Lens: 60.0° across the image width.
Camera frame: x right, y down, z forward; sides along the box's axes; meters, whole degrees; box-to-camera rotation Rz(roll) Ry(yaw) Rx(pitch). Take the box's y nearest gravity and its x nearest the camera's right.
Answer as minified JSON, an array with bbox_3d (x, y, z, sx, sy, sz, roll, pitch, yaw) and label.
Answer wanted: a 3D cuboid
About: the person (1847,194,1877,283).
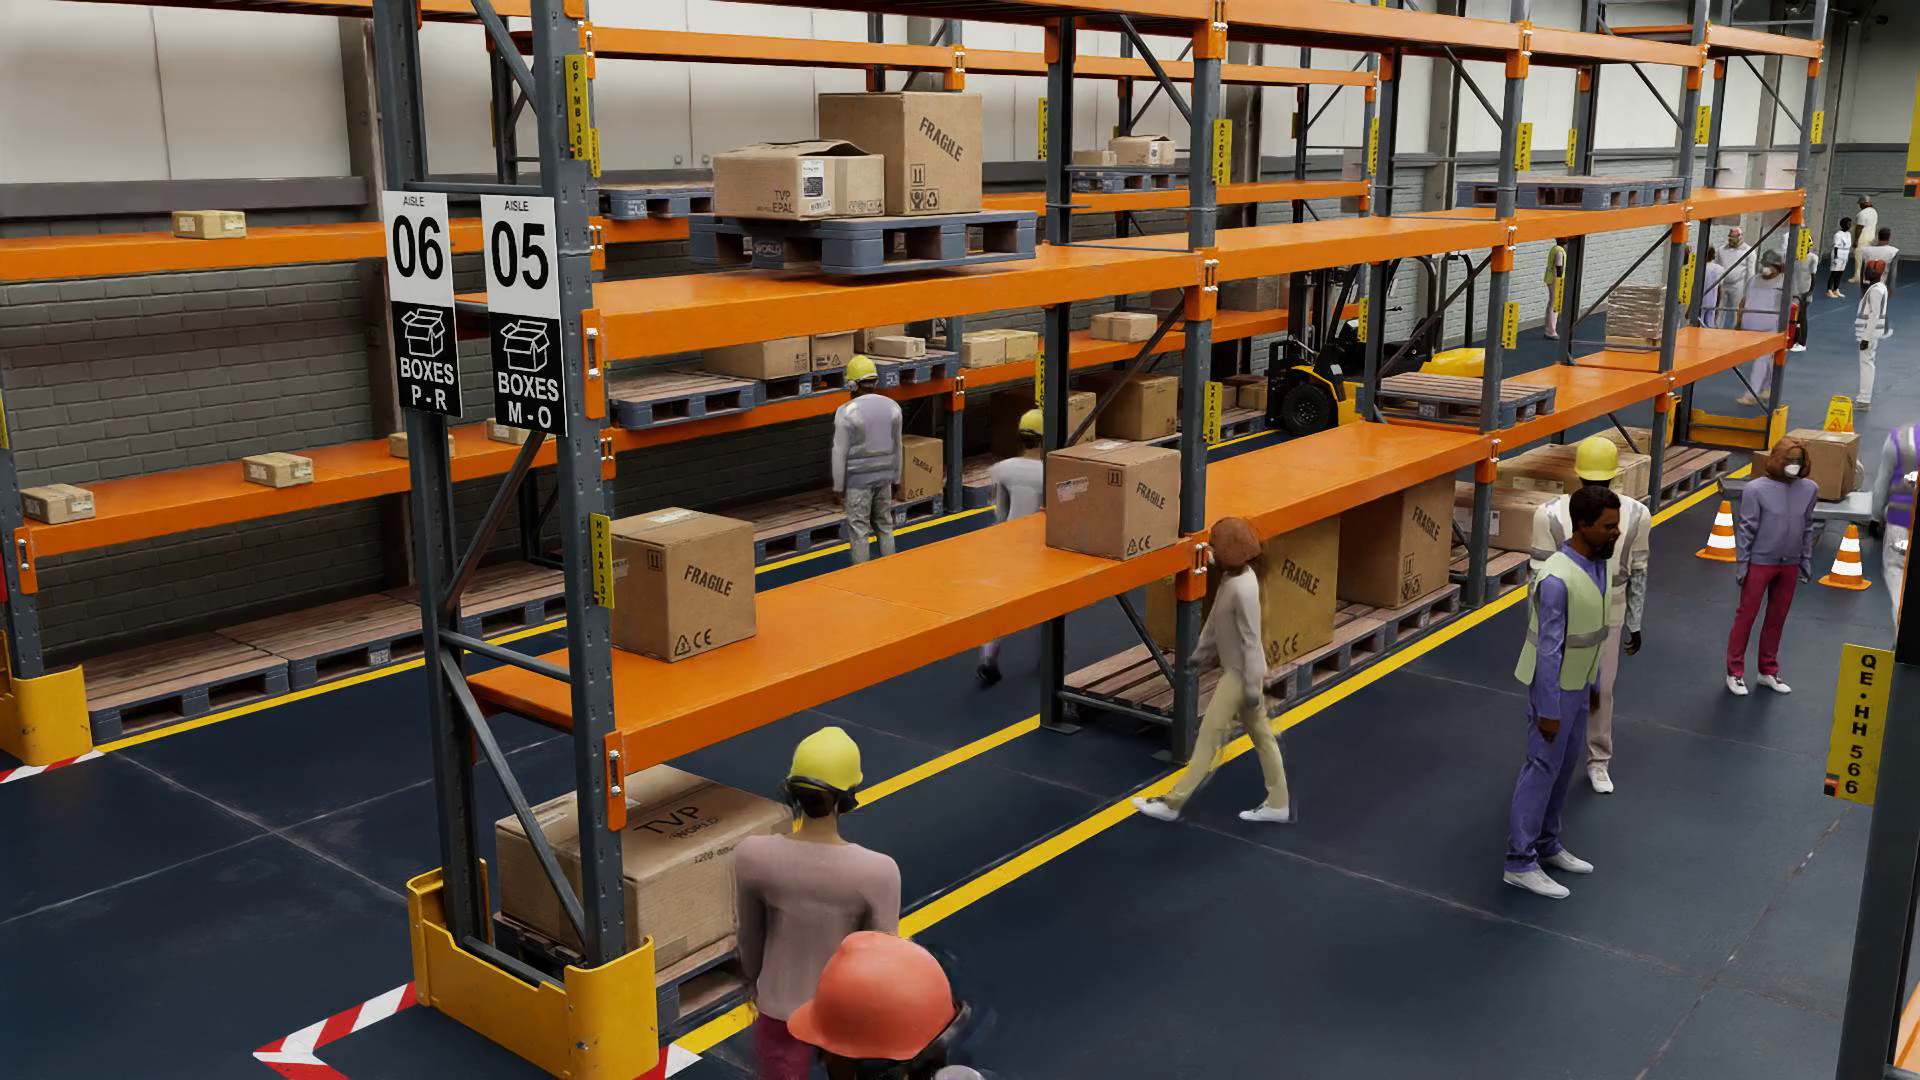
[{"bbox_3d":[20.896,-7.005,38.588,0.680,2.000,0.536,-12,18,-40],"label":"person"}]

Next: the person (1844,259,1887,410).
[{"bbox_3d":[11.390,-2.571,20.863,0.348,1.882,0.584,8,16,30],"label":"person"}]

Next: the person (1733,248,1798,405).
[{"bbox_3d":[10.391,-2.787,21.418,0.995,2.000,0.689,-7,15,-25],"label":"person"}]

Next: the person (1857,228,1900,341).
[{"bbox_3d":[15.397,-4.283,27.874,0.978,1.859,0.606,-12,18,-40],"label":"person"}]

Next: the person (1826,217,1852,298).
[{"bbox_3d":[18.475,-5.924,34.914,0.530,1.689,0.321,-11,17,-37],"label":"person"}]

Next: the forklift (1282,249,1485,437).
[{"bbox_3d":[4.886,-2.214,18.767,2.313,2.155,1.214,11,18,38],"label":"forklift"}]

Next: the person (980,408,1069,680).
[{"bbox_3d":[0.404,0.027,10.614,0.533,1.729,0.878,9,16,33],"label":"person"}]

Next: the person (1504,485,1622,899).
[{"bbox_3d":[2.758,0.674,7.609,0.397,1.910,0.585,11,18,38],"label":"person"}]

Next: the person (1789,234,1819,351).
[{"bbox_3d":[13.371,-3.935,26.472,0.327,1.862,0.511,-3,14,-12],"label":"person"}]

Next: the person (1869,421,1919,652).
[{"bbox_3d":[6.408,-0.125,11.027,0.640,1.820,0.677,5,15,19],"label":"person"}]

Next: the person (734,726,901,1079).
[{"bbox_3d":[-0.425,1.395,4.997,0.527,1.736,0.766,2,14,9],"label":"person"}]

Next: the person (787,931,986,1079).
[{"bbox_3d":[-0.103,1.697,3.277,1.072,1.986,0.625,7,15,25],"label":"person"}]

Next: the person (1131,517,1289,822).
[{"bbox_3d":[1.285,0.665,8.288,0.850,1.588,0.497,2,14,7],"label":"person"}]

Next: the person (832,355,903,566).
[{"bbox_3d":[-0.696,-0.461,12.409,0.594,1.822,0.410,-11,18,-38],"label":"person"}]

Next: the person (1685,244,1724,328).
[{"bbox_3d":[10.834,-3.381,24.239,0.517,1.843,0.326,-2,14,-10],"label":"person"}]

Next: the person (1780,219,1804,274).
[{"bbox_3d":[16.997,-5.713,33.951,0.557,1.743,0.356,-4,14,-17],"label":"person"}]

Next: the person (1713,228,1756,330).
[{"bbox_3d":[12.668,-4.169,27.333,0.399,1.903,0.643,-12,18,-41],"label":"person"}]

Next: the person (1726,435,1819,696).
[{"bbox_3d":[5.021,0.159,10.263,0.507,1.631,0.276,-2,14,-9],"label":"person"}]

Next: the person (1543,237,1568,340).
[{"bbox_3d":[9.998,-4.281,27.895,0.390,1.850,0.565,2,14,9],"label":"person"}]

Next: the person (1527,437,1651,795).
[{"bbox_3d":[3.279,0.397,8.722,0.589,1.915,0.408,3,14,11],"label":"person"}]
